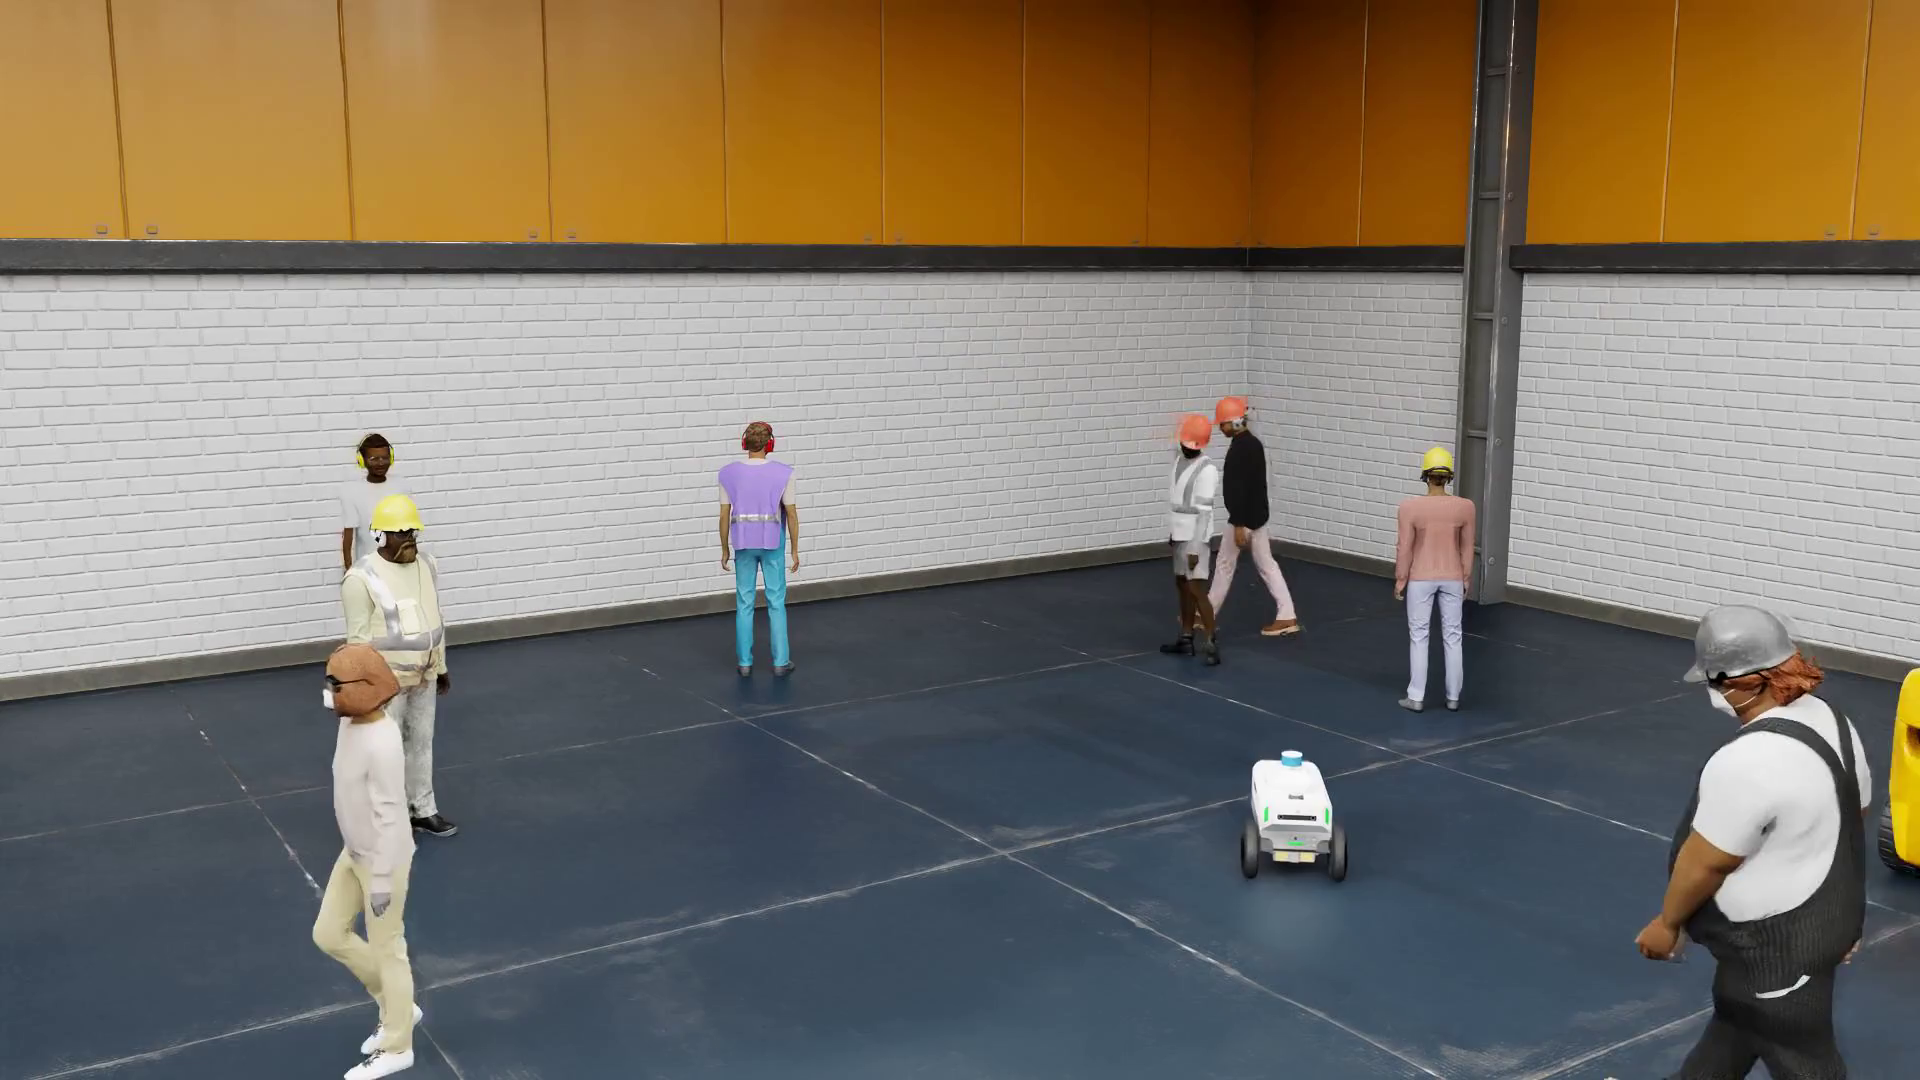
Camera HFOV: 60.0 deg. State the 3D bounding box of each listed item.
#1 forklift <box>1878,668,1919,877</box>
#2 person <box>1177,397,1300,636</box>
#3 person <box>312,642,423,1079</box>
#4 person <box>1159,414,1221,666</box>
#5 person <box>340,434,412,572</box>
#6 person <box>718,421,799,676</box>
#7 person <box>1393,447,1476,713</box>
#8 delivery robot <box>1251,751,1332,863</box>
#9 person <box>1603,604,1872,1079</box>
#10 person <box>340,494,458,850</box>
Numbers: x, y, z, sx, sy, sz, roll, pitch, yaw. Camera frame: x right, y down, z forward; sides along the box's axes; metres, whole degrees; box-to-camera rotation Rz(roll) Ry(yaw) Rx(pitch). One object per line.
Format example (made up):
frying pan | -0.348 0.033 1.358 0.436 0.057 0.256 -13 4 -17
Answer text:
forklift | 5.511 0.571 7.906 2.313 2.155 1.214 -6 11 -33
person | 2.275 -0.180 13.276 1.024 1.921 0.636 6 11 31
person | -2.154 1.166 6.009 0.341 1.620 0.520 -7 12 -36
person | 1.719 -0.012 12.393 0.374 1.883 0.656 -2 10 -14
person | -3.813 0.215 11.066 0.582 1.849 0.698 -8 12 -41
person | -1.445 0.070 11.970 0.570 1.843 0.372 0 9 1
person | 3.131 0.268 11.016 0.525 1.769 0.327 0 9 -1
delivery robot | 1.635 1.288 8.230 0.477 0.478 0.707 1 10 6
person | 2.424 1.116 5.083 1.001 2.000 0.711 9 13 44
person | -2.831 0.668 8.442 0.403 1.824 0.593 4 10 25
